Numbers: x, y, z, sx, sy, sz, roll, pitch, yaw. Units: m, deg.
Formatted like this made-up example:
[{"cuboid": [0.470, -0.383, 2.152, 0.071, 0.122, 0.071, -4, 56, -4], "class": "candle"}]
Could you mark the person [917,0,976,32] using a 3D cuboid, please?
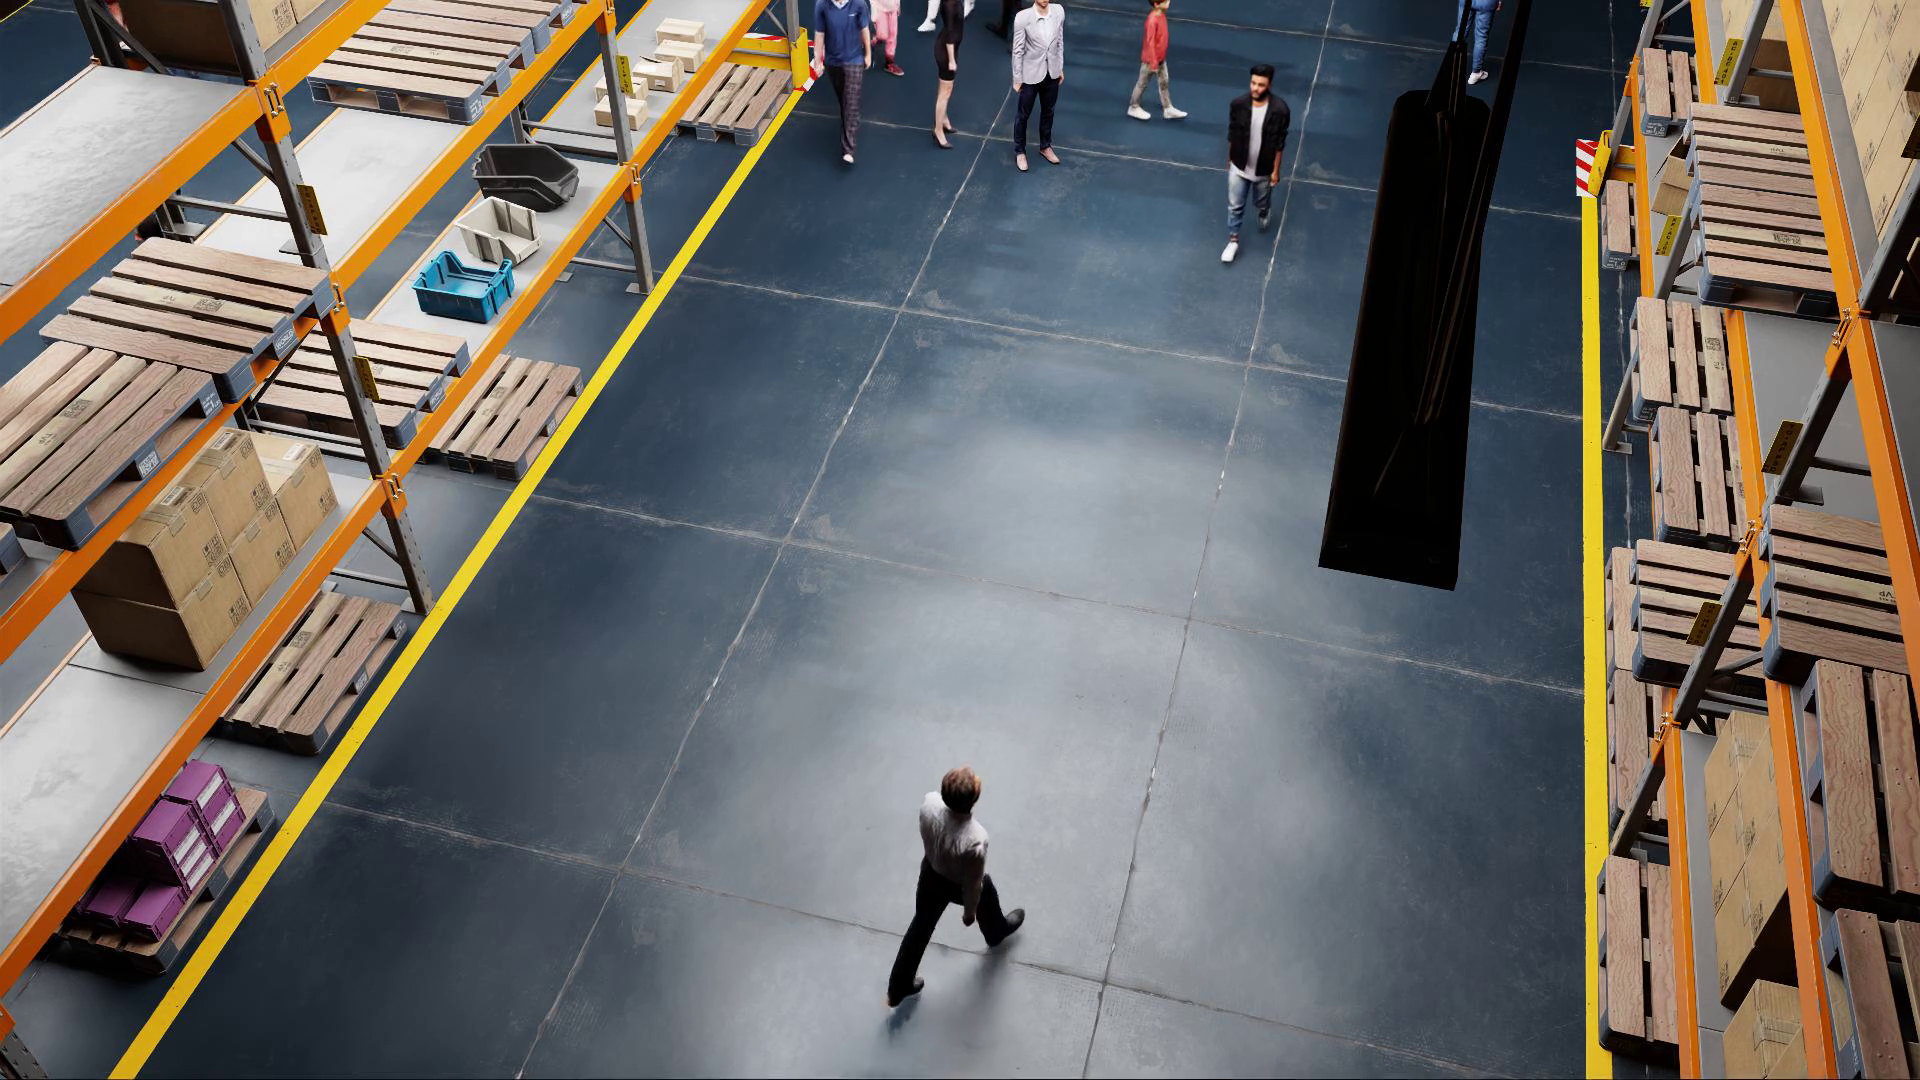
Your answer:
[{"cuboid": [-0.043, -6.323, 17.595, 0.963, 1.785, 1.253, 24, 49, 23], "class": "person"}]

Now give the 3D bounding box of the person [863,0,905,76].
[{"cuboid": [-0.816, -5.456, 16.935, 0.783, 1.439, 0.804, -34, 53, -31], "class": "person"}]

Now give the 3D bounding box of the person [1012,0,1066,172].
[{"cuboid": [0.736, -4.370, 15.496, 0.764, 1.852, 0.791, -16, 46, -16], "class": "person"}]

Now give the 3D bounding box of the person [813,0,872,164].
[{"cuboid": [-1.089, -4.558, 15.721, 0.797, 1.815, 1.217, 4, 44, 5], "class": "person"}]

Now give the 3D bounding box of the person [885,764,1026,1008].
[{"cuboid": [-0.106, 1.875, 8.995, 1.322, 1.778, 1.065, -35, 53, -31], "class": "person"}]

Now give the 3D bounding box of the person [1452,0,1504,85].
[{"cuboid": [5.229, -5.485, 16.697, 0.745, 1.811, 0.704, 28, 50, 26], "class": "person"}]

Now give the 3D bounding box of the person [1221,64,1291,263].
[{"cuboid": [2.590, -3.331, 14.455, 0.768, 1.785, 1.081, 16, 46, 16], "class": "person"}]

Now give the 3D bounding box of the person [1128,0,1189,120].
[{"cuboid": [1.822, -4.743, 16.217, 0.693, 1.398, 0.795, 18, 47, 18], "class": "person"}]

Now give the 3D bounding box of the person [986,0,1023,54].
[{"cuboid": [0.626, -5.855, 17.066, 0.998, 1.836, 1.026, 28, 50, 27], "class": "person"}]

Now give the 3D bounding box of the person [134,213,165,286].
[{"cuboid": [-6.052, -1.905, 13.093, 0.777, 1.599, 1.032, 21, 48, 21], "class": "person"}]

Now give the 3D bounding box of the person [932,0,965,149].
[{"cuboid": [-0.118, -4.609, 15.795, 0.668, 1.786, 0.513, 5, 44, 6], "class": "person"}]
